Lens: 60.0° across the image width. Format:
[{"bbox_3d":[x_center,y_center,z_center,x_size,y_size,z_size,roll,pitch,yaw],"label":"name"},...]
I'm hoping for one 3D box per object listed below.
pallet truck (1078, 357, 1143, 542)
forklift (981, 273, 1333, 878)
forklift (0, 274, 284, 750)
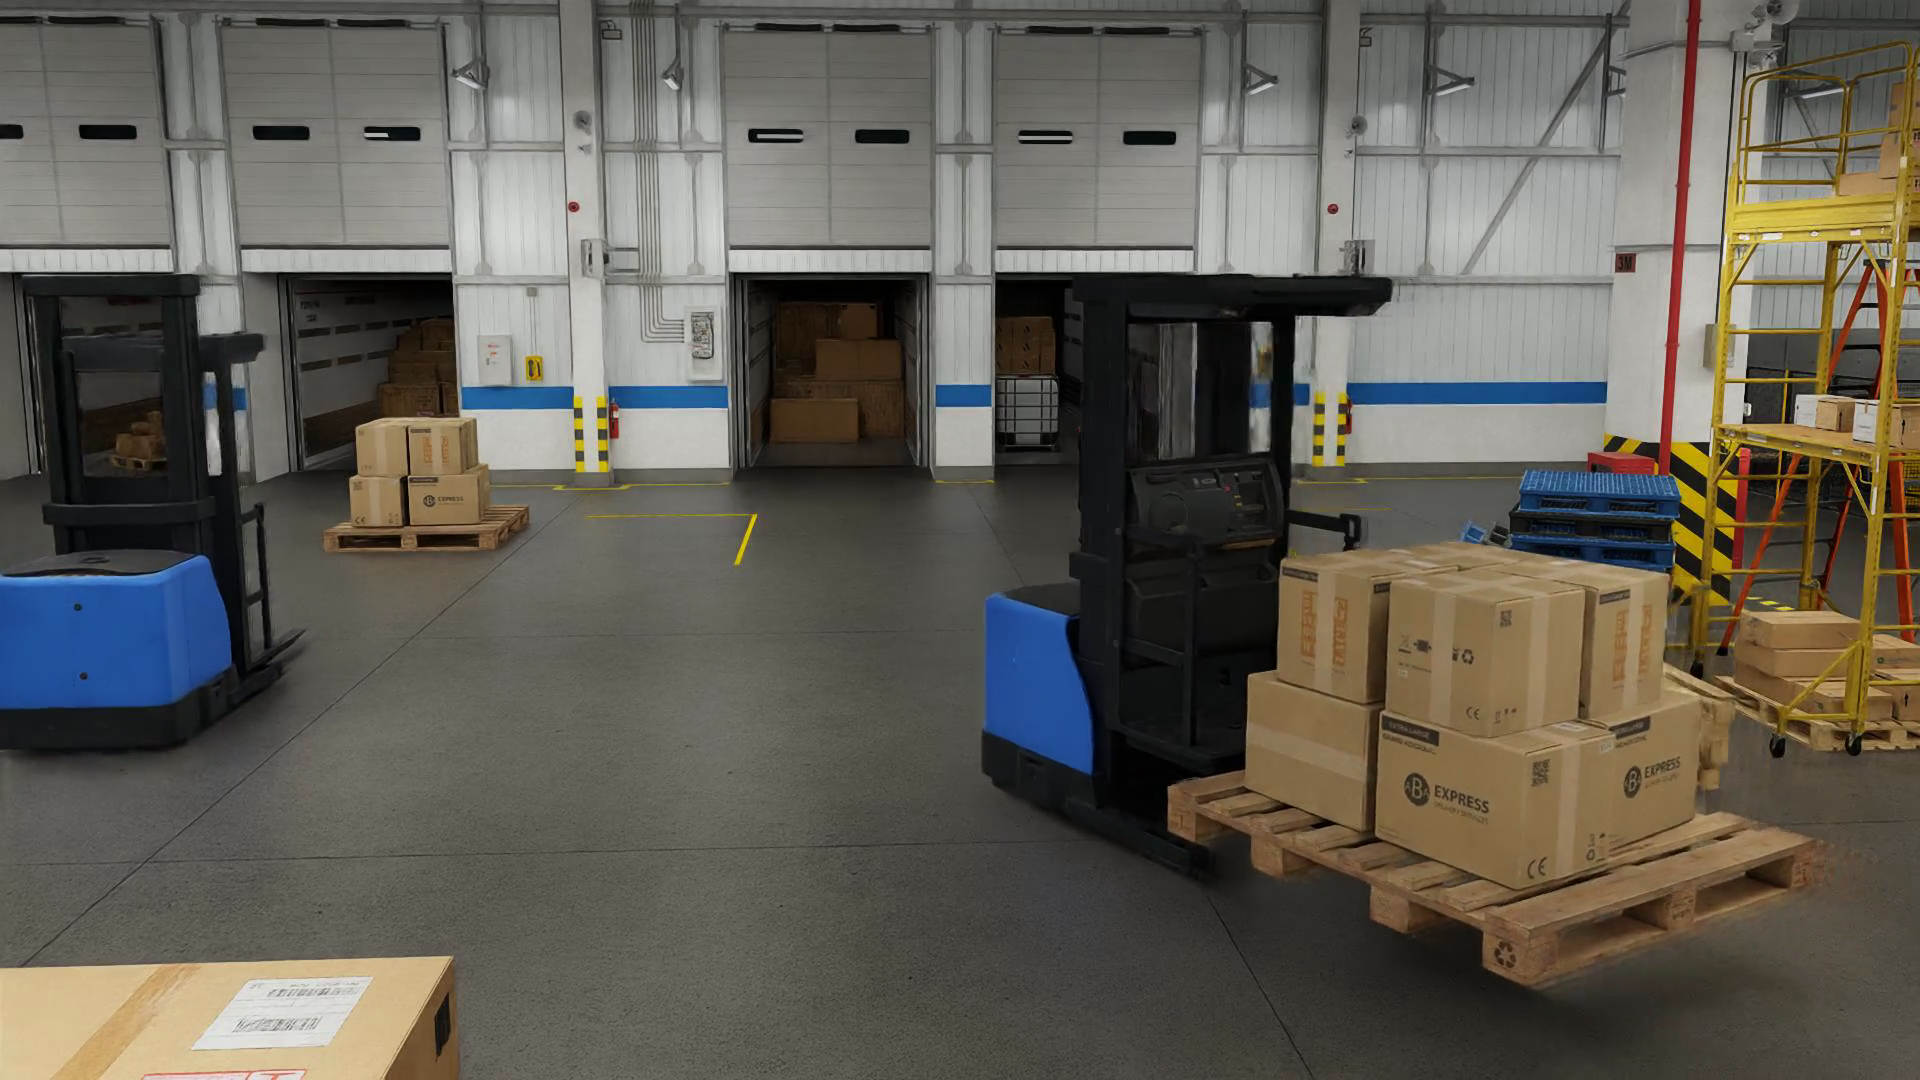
[{"bbox_3d":[2.088,-0.836,16.757,1.885,1.965,0.823,2,9,13],"label":"pallet truck"},{"bbox_3d":[1.022,0.034,8.536,1.129,2.768,1.873,-6,11,-32],"label":"forklift"},{"bbox_3d":[-5.188,-0.260,10.380,1.129,2.768,1.873,-1,9,-4],"label":"forklift"}]
